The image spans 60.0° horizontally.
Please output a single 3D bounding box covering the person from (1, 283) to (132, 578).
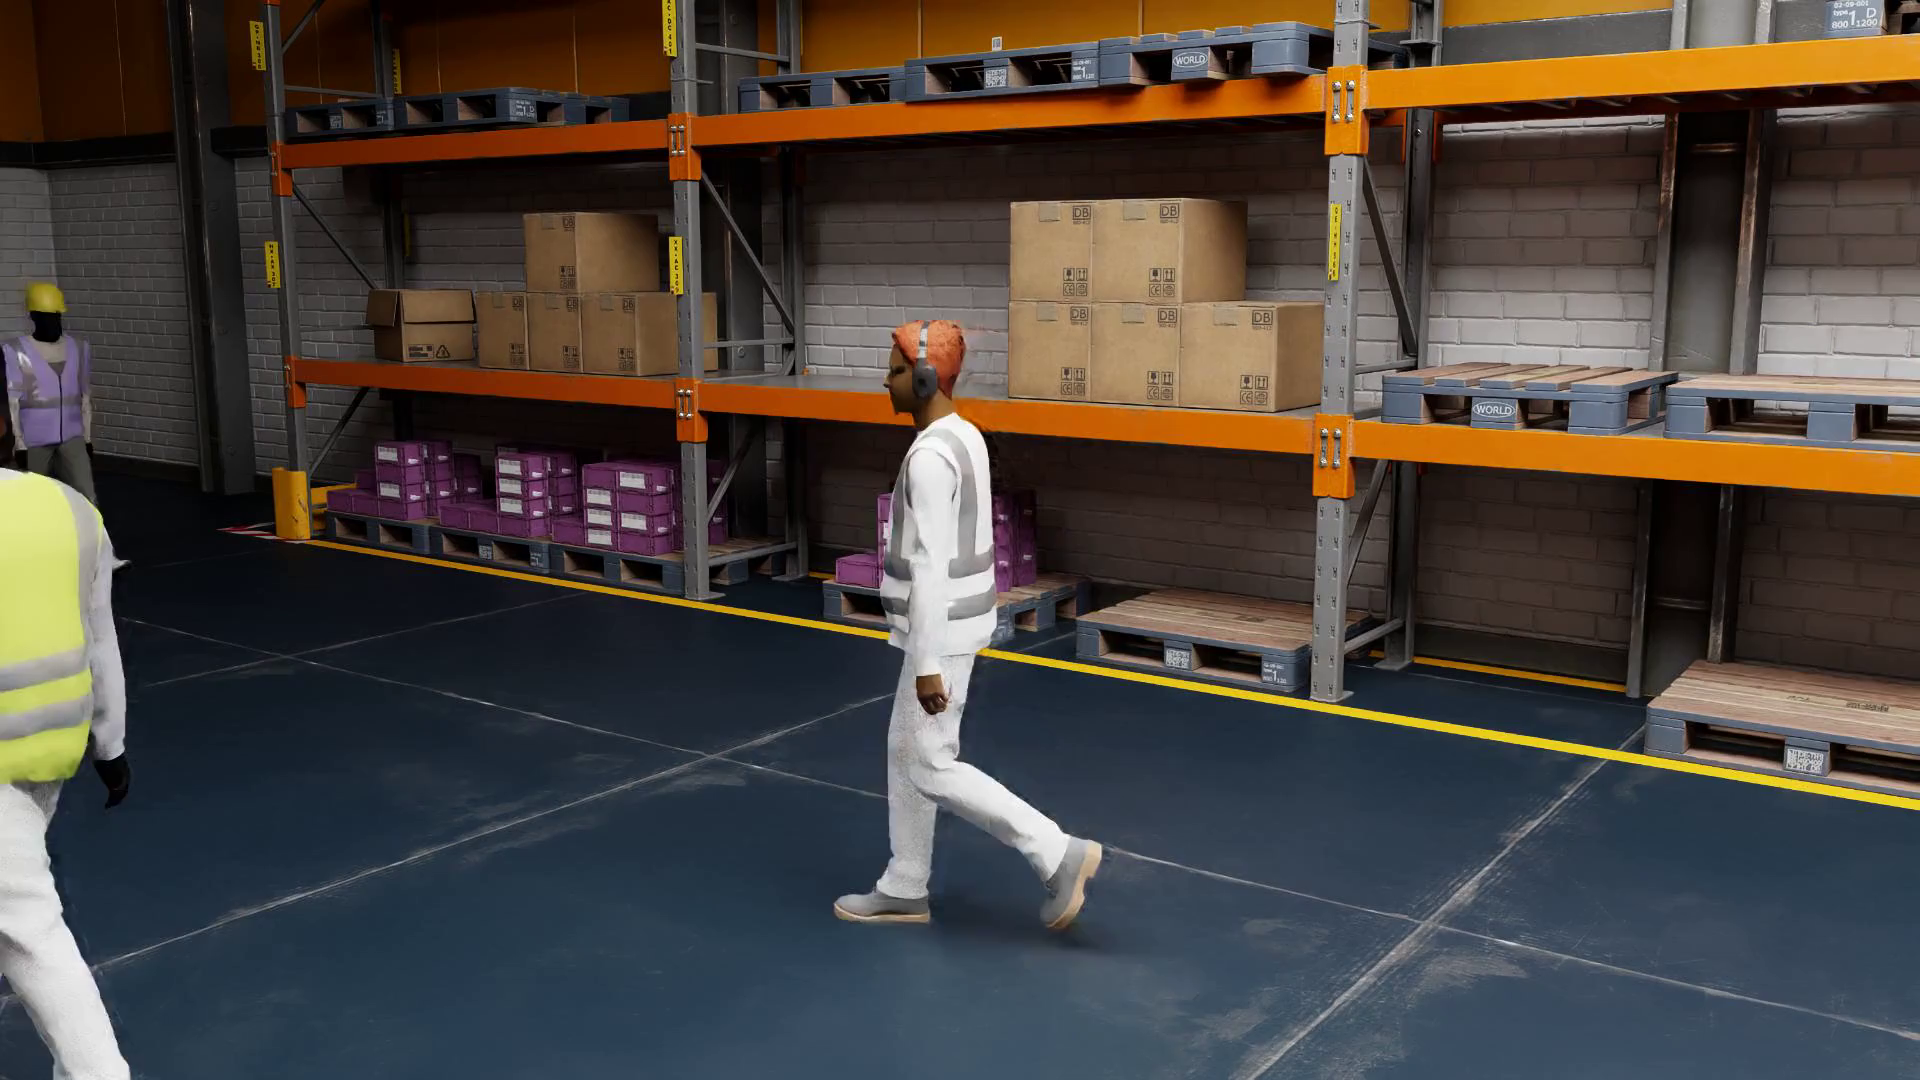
[{"bbox_3d":[-5.695,-0.665,10.483,0.972,1.872,0.611,7,12,35],"label":"person"}]

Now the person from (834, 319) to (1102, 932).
[{"bbox_3d":[0.013,0.281,4.918,0.759,1.861,0.584,2,10,9],"label":"person"}]

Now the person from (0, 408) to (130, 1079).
[{"bbox_3d":[-2.248,0.503,3.789,0.954,1.793,0.646,3,10,18],"label":"person"}]

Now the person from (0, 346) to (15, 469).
[{"bbox_3d":[-5.118,-0.381,8.442,0.379,1.996,0.609,6,11,30],"label":"person"}]
